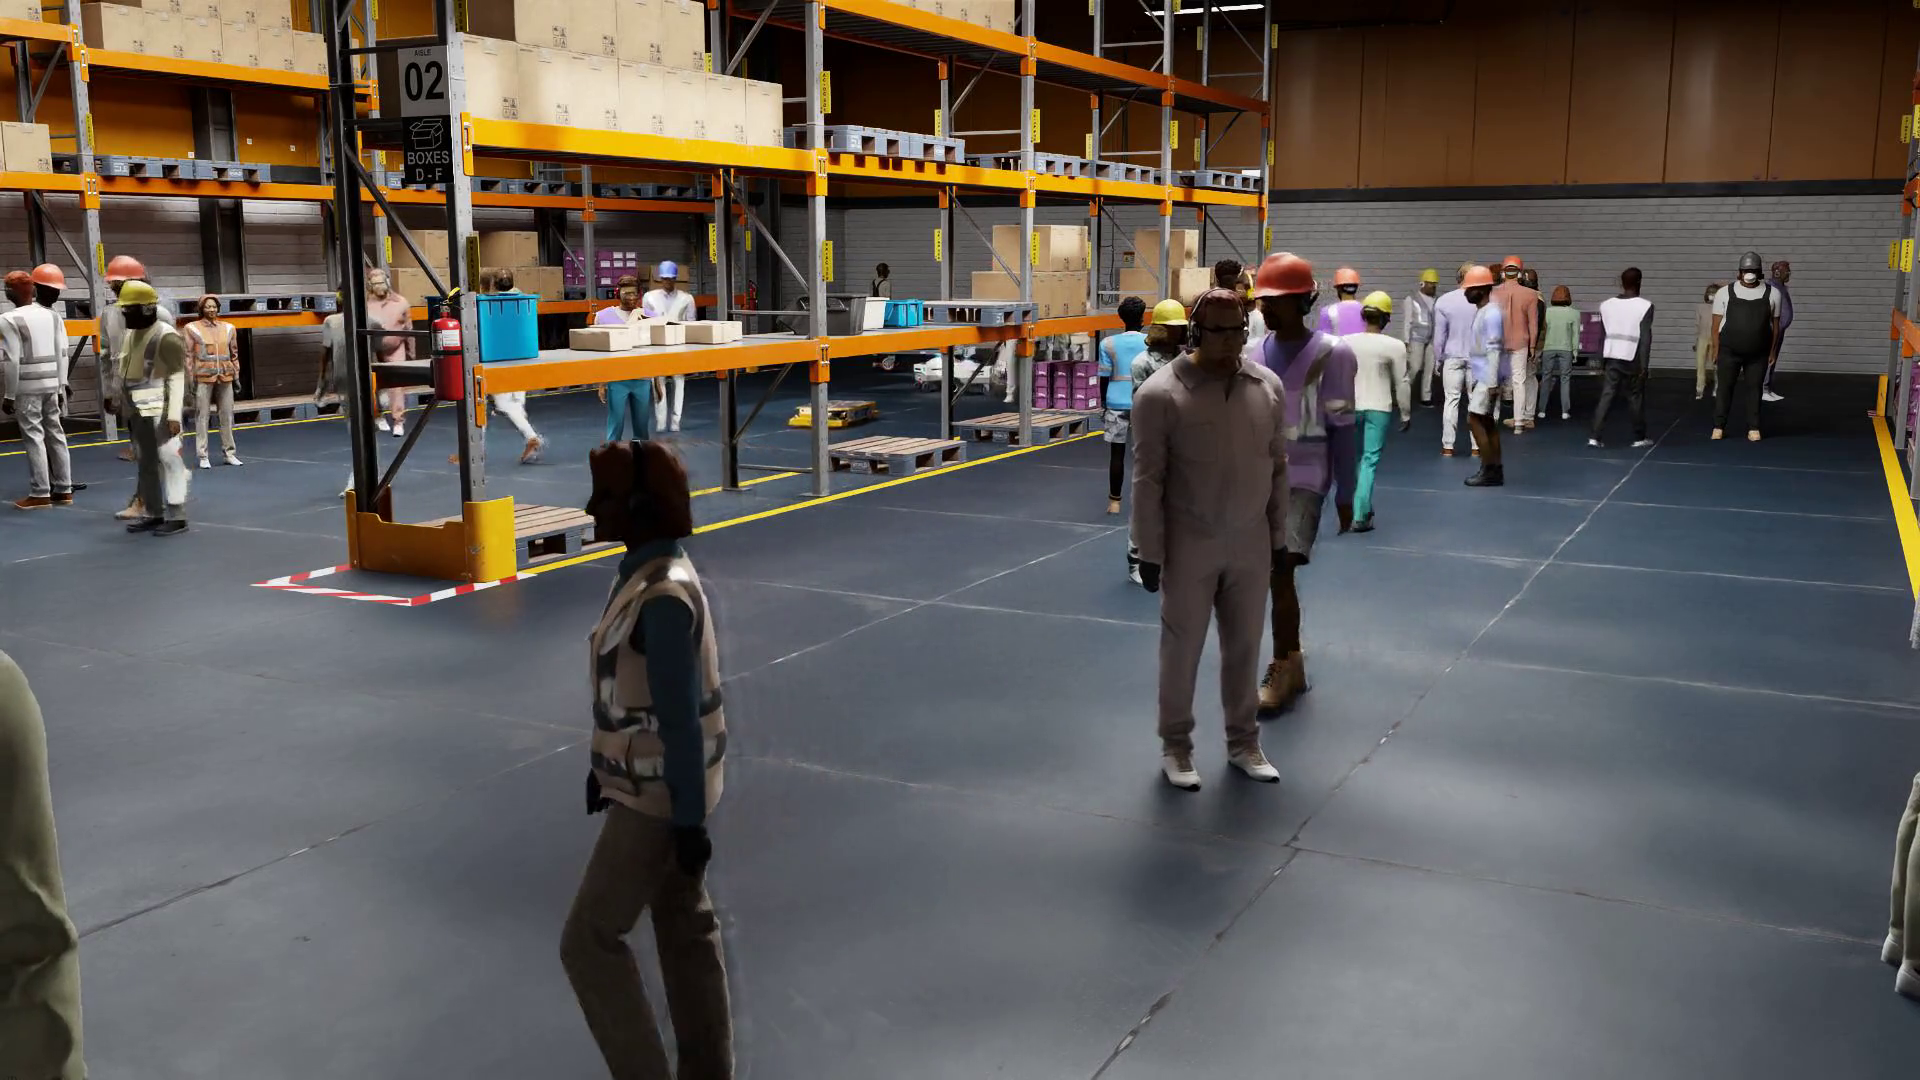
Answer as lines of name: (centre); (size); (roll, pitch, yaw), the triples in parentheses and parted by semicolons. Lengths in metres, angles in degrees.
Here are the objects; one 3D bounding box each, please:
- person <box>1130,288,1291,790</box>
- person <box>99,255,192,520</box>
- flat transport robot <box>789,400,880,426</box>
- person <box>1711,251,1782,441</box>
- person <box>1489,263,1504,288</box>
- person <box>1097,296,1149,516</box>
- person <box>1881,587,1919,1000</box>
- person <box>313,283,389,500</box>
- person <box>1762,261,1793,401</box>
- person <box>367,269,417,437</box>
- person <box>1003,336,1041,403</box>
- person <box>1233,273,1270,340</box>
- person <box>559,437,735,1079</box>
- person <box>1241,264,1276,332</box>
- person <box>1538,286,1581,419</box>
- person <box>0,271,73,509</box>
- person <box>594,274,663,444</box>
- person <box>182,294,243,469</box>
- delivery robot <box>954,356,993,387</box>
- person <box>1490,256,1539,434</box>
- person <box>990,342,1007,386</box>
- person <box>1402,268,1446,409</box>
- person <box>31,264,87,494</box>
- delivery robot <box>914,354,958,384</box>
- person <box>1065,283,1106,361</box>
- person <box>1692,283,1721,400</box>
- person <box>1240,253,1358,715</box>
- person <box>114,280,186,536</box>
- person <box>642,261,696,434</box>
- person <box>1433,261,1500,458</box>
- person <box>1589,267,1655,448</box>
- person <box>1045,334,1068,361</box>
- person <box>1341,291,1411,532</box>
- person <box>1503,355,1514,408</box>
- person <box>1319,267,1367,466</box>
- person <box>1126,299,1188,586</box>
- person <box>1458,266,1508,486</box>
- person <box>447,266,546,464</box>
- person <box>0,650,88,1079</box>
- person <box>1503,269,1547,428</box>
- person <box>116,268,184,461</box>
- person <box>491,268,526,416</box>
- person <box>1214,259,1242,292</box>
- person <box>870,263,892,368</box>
person: (0.962, 0.001, 6.306); (0.653, 1.894, 0.401); (-4, 10, -20)
person: (-6.323, -1.201, 12.931); (0.624, 2.024, 0.859); (2, 10, 13)
flat transport robot: (-1.480, -1.518, 19.781); (0.652, 0.197, 1.431); (3, 10, 15)
person: (8.469, -2.084, 17.941); (0.685, 2.000, 0.538); (3, 10, 19)
person: (7.939, -3.174, 24.744); (0.402, 1.866, 0.610); (-3, 10, -18)
person: (1.319, -1.018, 12.774); (0.531, 1.692, 0.320); (1, 10, 8)
person: (2.749, 0.325, 4.486); (0.330, 1.874, 0.518); (5, 11, 25)
person: (-5.057, -1.264, 13.845); (0.524, 1.823, 0.956); (1, 10, 7)
person: (11.209, -2.867, 22.855); (0.405, 1.911, 0.636); (7, 12, 36)
person: (-6.438, -2.100, 18.593); (0.694, 1.856, 0.946); (-4, 11, -22)
person: (0.857, -2.817, 22.639); (0.592, 1.893, 0.850); (5, 11, 26)
person: (2.447, -1.296, 13.947); (0.364, 1.853, 0.520); (-1, 10, -3)
person: (-0.737, 0.579, 3.745); (0.507, 1.623, 0.520); (-1, 10, -8)
person: (3.394, -2.296, 19.601); (0.647, 1.892, 0.480); (4, 11, 23)
person: (7.319, -2.294, 20.367); (0.497, 1.626, 0.288); (5, 11, 25)
person: (-7.332, -1.179, 13.163); (0.352, 1.881, 0.576); (3, 10, 14)
person: (-2.824, -1.337, 14.196); (0.563, 1.839, 0.389); (-5, 11, -27)
person: (-7.058, -1.499, 15.717); (0.307, 1.641, 0.512); (9, 13, 41)
delivery robot: (0.113, -2.374, 23.630); (0.707, 0.478, 0.477); (-1, 10, -3)
person: (6.158, -2.180, 18.655); (0.609, 1.986, 0.391); (3, 10, 19)
person: (0.739, -3.299, 25.197); (0.518, 1.962, 0.635); (4, 10, 21)
person: (6.051, -2.618, 21.655); (0.620, 1.819, 0.421); (-3, 10, -15)
person: (-7.630, -1.345, 13.988); (0.374, 1.928, 0.542); (-1, 10, -6)
delivery robot: (-0.309, -2.469, 24.192); (0.707, 0.478, 0.477); (-5, 11, -29)
person: (1.716, -2.656, 22.483); (0.530, 1.617, 0.625); (5, 11, 29)
person: (10.488, -2.770, 23.177); (0.505, 1.607, 0.776); (7, 12, 35)
person: (1.365, -0.240, 7.328); (0.769, 2.014, 0.629); (-9, 13, -41)
person: (-5.794, -0.939, 11.949); (0.628, 1.825, 0.404); (6, 12, 32)
person: (-3.248, -2.137, 18.567); (0.646, 1.921, 0.756); (-1, 10, -7)
person: (4.983, -1.768, 16.410); (0.628, 1.940, 0.373); (3, 10, 16)
person: (6.897, -1.881, 17.253); (0.908, 1.881, 0.609); (-8, 13, -38)
person: (1.508, -3.405, 25.933); (0.587, 1.921, 0.390); (3, 10, 17)
person: (3.054, -0.947, 12.231); (0.560, 1.733, 0.805); (7, 12, 36)
person: (7.292, -2.601, 21.656); (0.615, 1.790, 0.503); (-5, 11, -27)
person: (3.591, -1.570, 15.392); (0.542, 1.905, 0.835); (-1, 10, -5)
person: (1.253, -0.592, 10.162); (0.488, 1.743, 0.321); (-7, 12, -34)
person: (4.550, -1.413, 14.478); (0.516, 1.908, 0.567); (2, 10, 10)
person: (-4.452, -1.651, 15.849); (0.928, 1.907, 0.640); (2, 10, 13)
person: (-1.287, 0.722, 1.826); (0.612, 1.994, 0.395); (0, 10, -2)
person: (6.566, -2.221, 19.331); (0.429, 1.838, 0.621); (2, 10, 9)
person: (-7.942, -1.720, 16.275); (0.638, 1.911, 0.657); (1, 10, 7)
person: (-5.586, -2.430, 20.535); (0.430, 1.839, 0.619); (-9, 13, -41)
person: (2.454, -1.637, 15.573); (0.373, 1.963, 0.607); (-7, 12, -36)
person: (-1.371, -3.962, 29.375); (0.521, 1.844, 0.331); (9, 13, 42)
